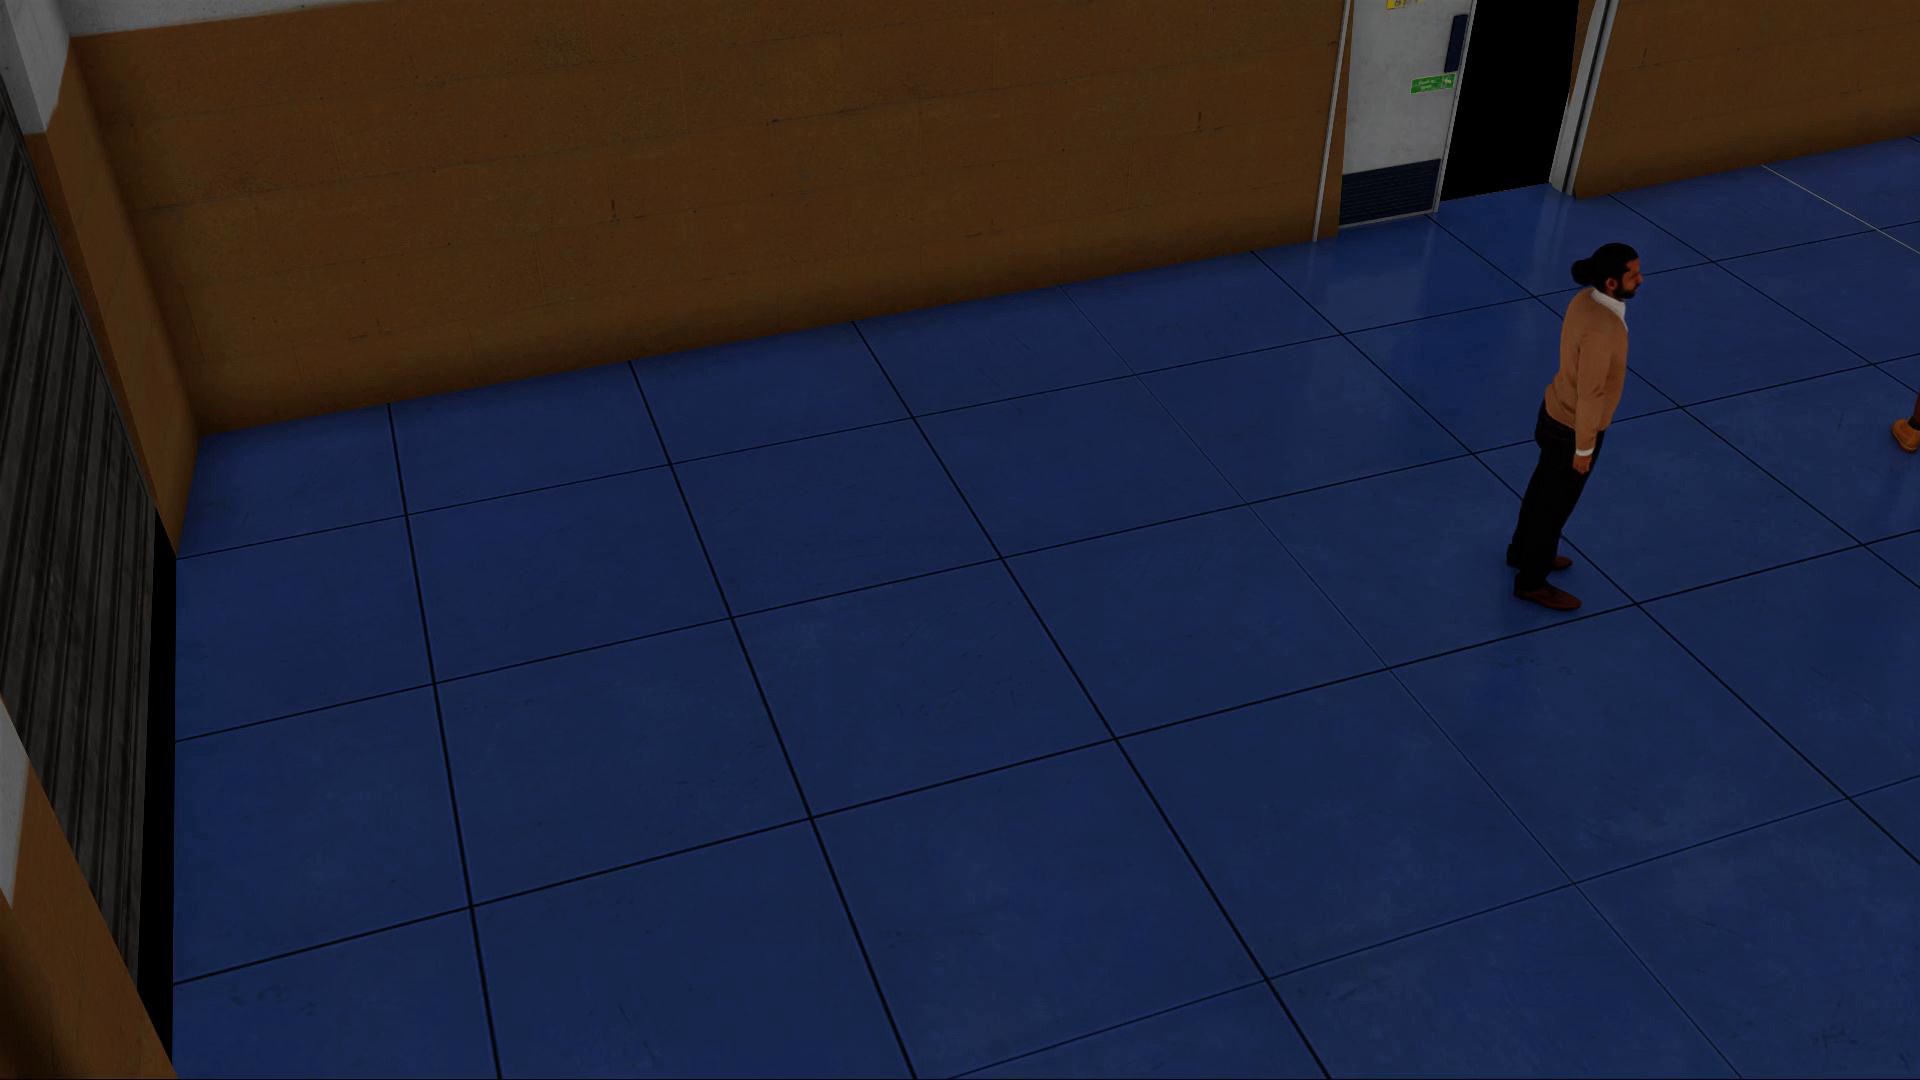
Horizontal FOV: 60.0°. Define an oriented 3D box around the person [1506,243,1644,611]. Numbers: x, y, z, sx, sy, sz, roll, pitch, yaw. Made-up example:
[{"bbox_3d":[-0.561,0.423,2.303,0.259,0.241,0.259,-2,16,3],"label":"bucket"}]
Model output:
[{"bbox_3d":[2.717,-0.512,7.370,0.815,1.754,0.707,7,37,9],"label":"person"}]
